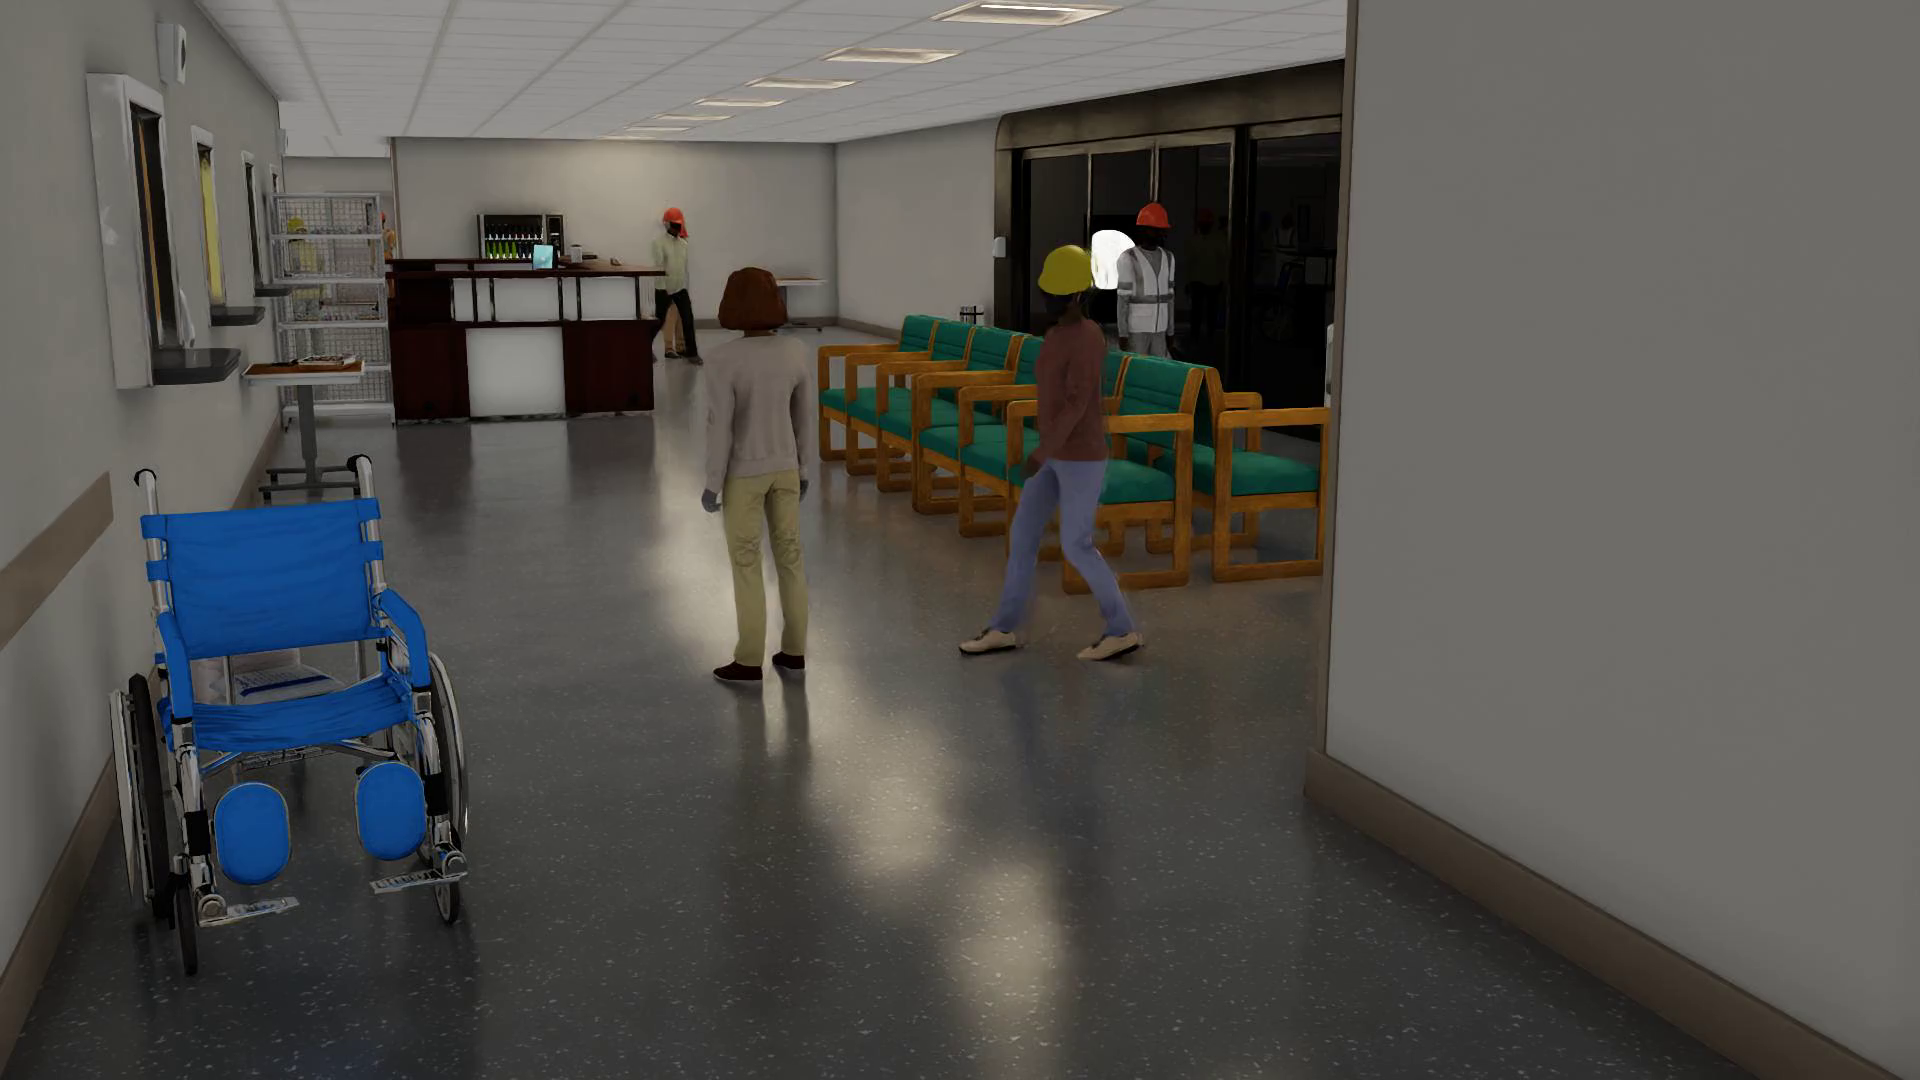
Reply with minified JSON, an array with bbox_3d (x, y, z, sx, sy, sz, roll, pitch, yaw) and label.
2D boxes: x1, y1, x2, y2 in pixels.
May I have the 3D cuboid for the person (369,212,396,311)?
[{"bbox_3d":[-11.134,-5.364,32.053,0.542,1.931,0.376,2,11,12],"label":"person"}]

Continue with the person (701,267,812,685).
[{"bbox_3d":[-0.796,-0.248,6.559,0.507,1.636,0.275,-10,15,-43],"label":"person"}]

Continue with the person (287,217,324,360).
[{"bbox_3d":[-7.818,-2.910,19.757,0.409,1.823,0.598,7,13,31],"label":"person"}]

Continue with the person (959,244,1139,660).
[{"bbox_3d":[0.401,-0.337,6.809,0.682,1.715,0.532,-4,12,-20],"label":"person"}]

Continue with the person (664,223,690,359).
[{"bbox_3d":[-3.656,-3.224,21.547,0.354,1.743,0.565,5,12,22],"label":"person"}]

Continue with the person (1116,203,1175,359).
[{"bbox_3d":[1.494,-1.693,13.222,0.546,1.930,0.388,-7,13,-31],"label":"person"}]

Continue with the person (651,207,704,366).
[{"bbox_3d":[-3.625,-3.145,20.632,1.005,1.950,0.598,9,14,40],"label":"person"}]
